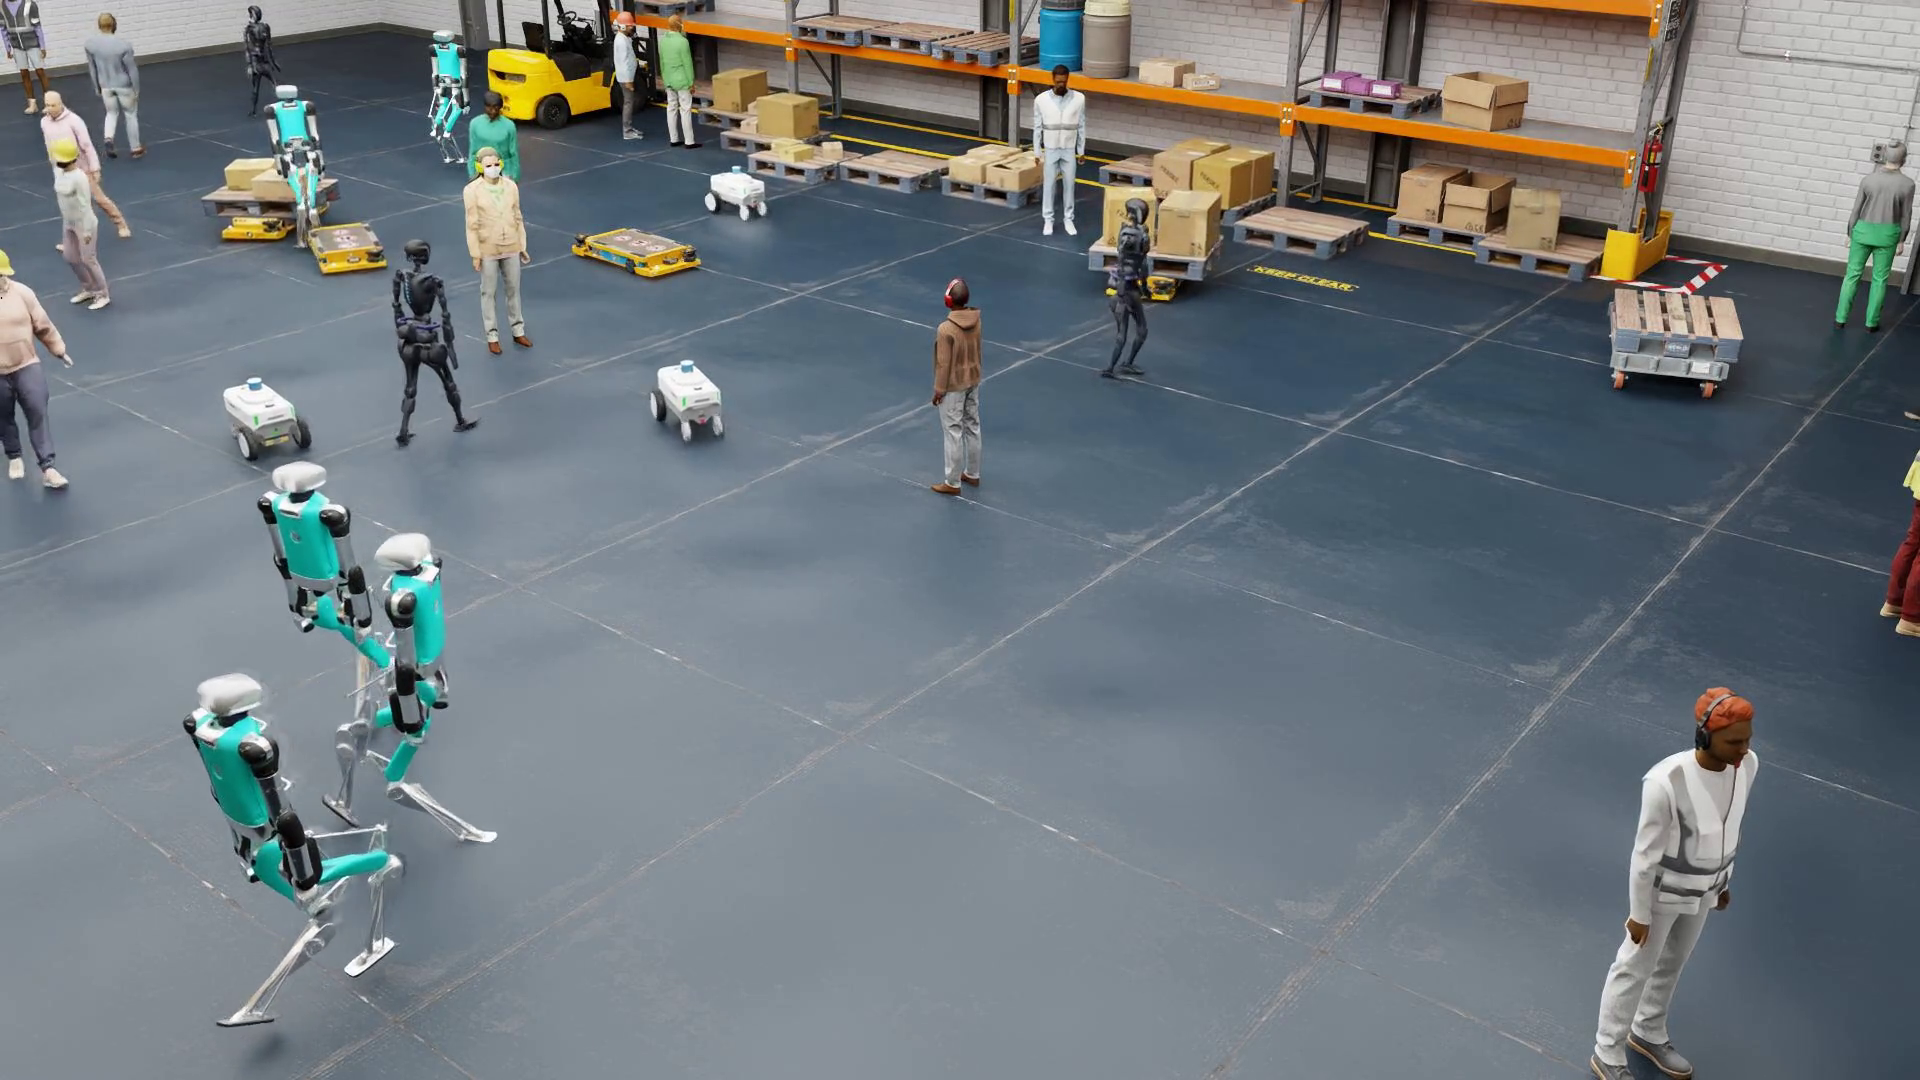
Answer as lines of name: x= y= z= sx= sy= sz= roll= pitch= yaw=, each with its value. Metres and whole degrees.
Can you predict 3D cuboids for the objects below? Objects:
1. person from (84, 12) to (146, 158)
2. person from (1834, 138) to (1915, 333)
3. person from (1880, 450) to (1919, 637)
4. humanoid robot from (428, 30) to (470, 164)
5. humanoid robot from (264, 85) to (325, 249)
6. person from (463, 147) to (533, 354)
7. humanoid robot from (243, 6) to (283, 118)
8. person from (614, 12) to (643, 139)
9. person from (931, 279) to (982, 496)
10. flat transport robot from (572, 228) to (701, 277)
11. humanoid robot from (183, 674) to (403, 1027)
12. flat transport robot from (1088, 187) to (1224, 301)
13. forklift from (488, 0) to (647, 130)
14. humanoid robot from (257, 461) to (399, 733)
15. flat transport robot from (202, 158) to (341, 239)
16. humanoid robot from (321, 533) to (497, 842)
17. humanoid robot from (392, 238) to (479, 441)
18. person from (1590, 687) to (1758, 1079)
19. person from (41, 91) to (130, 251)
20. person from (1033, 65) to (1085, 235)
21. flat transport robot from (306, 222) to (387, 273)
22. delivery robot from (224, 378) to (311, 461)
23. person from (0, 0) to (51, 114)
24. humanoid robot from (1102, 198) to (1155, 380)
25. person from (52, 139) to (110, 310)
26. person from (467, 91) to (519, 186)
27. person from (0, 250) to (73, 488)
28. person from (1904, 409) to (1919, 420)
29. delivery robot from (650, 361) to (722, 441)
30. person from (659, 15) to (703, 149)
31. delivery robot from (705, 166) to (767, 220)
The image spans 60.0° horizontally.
person: x=-11.229 y=-6.011 z=22.125 sx=0.646 sy=1.921 sz=0.666 roll=-1 pitch=26 yaw=-3
person: x=8.666 y=-2.880 z=15.724 sx=0.523 sy=1.842 sz=0.325 roll=16 pitch=30 yaw=29
person: x=6.093 y=-0.244 z=10.352 sx=0.378 sy=1.768 sz=0.467 roll=3 pitch=26 yaw=6
humanoid robot: x=-6.687 y=-5.699 z=21.531 sx=0.533 sy=1.677 sz=0.735 roll=8 pitch=27 yaw=15
humanoid robot: x=-7.228 y=-4.075 z=18.306 sx=0.530 sy=1.736 sz=0.802 roll=-14 pitch=29 yaw=-26
person: x=-4.240 y=-2.665 z=15.245 sx=0.555 sy=1.877 sz=0.405 roll=-19 pitch=31 yaw=-33
humanoid robot: x=-10.346 y=-7.080 z=24.662 sx=0.774 sy=1.622 sz=0.610 roll=10 pitch=27 yaw=19
person: x=-4.670 y=-6.538 z=23.420 sx=0.351 sy=1.737 sz=0.571 roll=-5 pitch=26 yaw=-9
person: x=-0.004 y=-1.125 z=12.306 sx=0.333 sy=1.651 sz=0.466 roll=21 pitch=33 yaw=37
flat transport robot: x=-3.524 y=-3.131 z=18.055 sx=1.431 sy=0.231 sz=0.659 roll=22 pitch=33 yaw=38
humanoid robot: x=-2.840 y=1.291 z=7.224 sx=0.557 sy=1.731 sz=1.052 roll=17 pitch=31 yaw=32
flat transport robot: x=2.042 y=-2.803 z=17.375 sx=0.659 sy=0.231 sz=1.431 roll=9 pitch=27 yaw=18
forklift: x=-5.874 y=-7.334 z=24.552 sx=1.214 sy=2.155 sz=2.313 roll=19 pitch=32 yaw=34
humanoid robot: x=-3.372 y=0.359 z=9.230 sx=0.535 sy=1.861 sz=0.713 roll=9 pitch=27 yaw=18
flat transport robot: x=-7.984 y=-3.787 z=19.414 sx=0.659 sy=0.231 sz=1.431 roll=2 pitch=26 yaw=4
humanoid robot: x=-2.937 y=0.793 z=8.310 sx=1.049 sy=1.781 sz=0.532 roll=0 pitch=26 yaw=1
humanoid robot: x=-4.312 y=-1.606 z=13.308 sx=0.601 sy=1.638 sz=0.579 roll=11 pitch=28 yaw=22
person: x=2.921 y=1.431 z=6.752 sx=0.573 sy=1.882 sz=0.361 roll=-13 pitch=29 yaw=-25
person: x=-9.746 y=-4.116 z=18.405 sx=0.573 sy=1.753 sz=0.835 roll=4 pitch=26 yaw=8
person: x=1.119 y=-4.417 z=18.842 sx=0.597 sy=1.907 sz=0.413 roll=-3 pitch=26 yaw=-6
flat transport robot: x=-6.737 y=-3.213 z=18.225 sx=0.659 sy=0.231 sz=1.431 roll=-12 pitch=28 yaw=-23
delivery robot: x=-5.582 y=-0.991 z=13.297 sx=0.499 sy=0.596 sz=0.787 roll=-21 pitch=33 yaw=-36
person: x=-13.994 y=-7.396 z=24.871 sx=0.600 sy=2.035 sz=0.398 roll=-3 pitch=26 yaw=-6
humanoid robot: x=1.458 y=-2.185 z=14.485 sx=0.382 sy=1.637 sz=0.590 roll=13 pitch=29 yaw=26
person: x=-8.633 y=-3.084 z=16.289 sx=0.596 sy=1.714 sz=0.346 roll=16 pitch=30 yaw=30
person: x=-5.008 y=-3.920 z=17.897 sx=0.558 sy=1.821 sz=0.484 roll=-5 pitch=26 yaw=-10
person: x=-7.061 y=-1.262 z=12.397 sx=0.873 sy=1.811 sz=0.906 roll=-20 pitch=32 yaw=-35
person: x=8.093 y=-1.756 z=13.290 sx=0.619 sy=1.932 sz=0.648 roll=16 pitch=30 yaw=29
delivery robot: x=-2.234 y=-1.180 z=13.699 sx=0.499 sy=0.606 sz=0.810 roll=-12 pitch=28 yaw=-24
person: x=-3.859 y=-6.282 z=22.840 sx=0.539 sy=1.784 sz=0.384 roll=16 pitch=30 yaw=30
delivery robot: x=-2.648 y=-4.155 z=19.837 sx=0.499 sy=0.585 sz=0.775 roll=-23 pitch=34 yaw=-39
